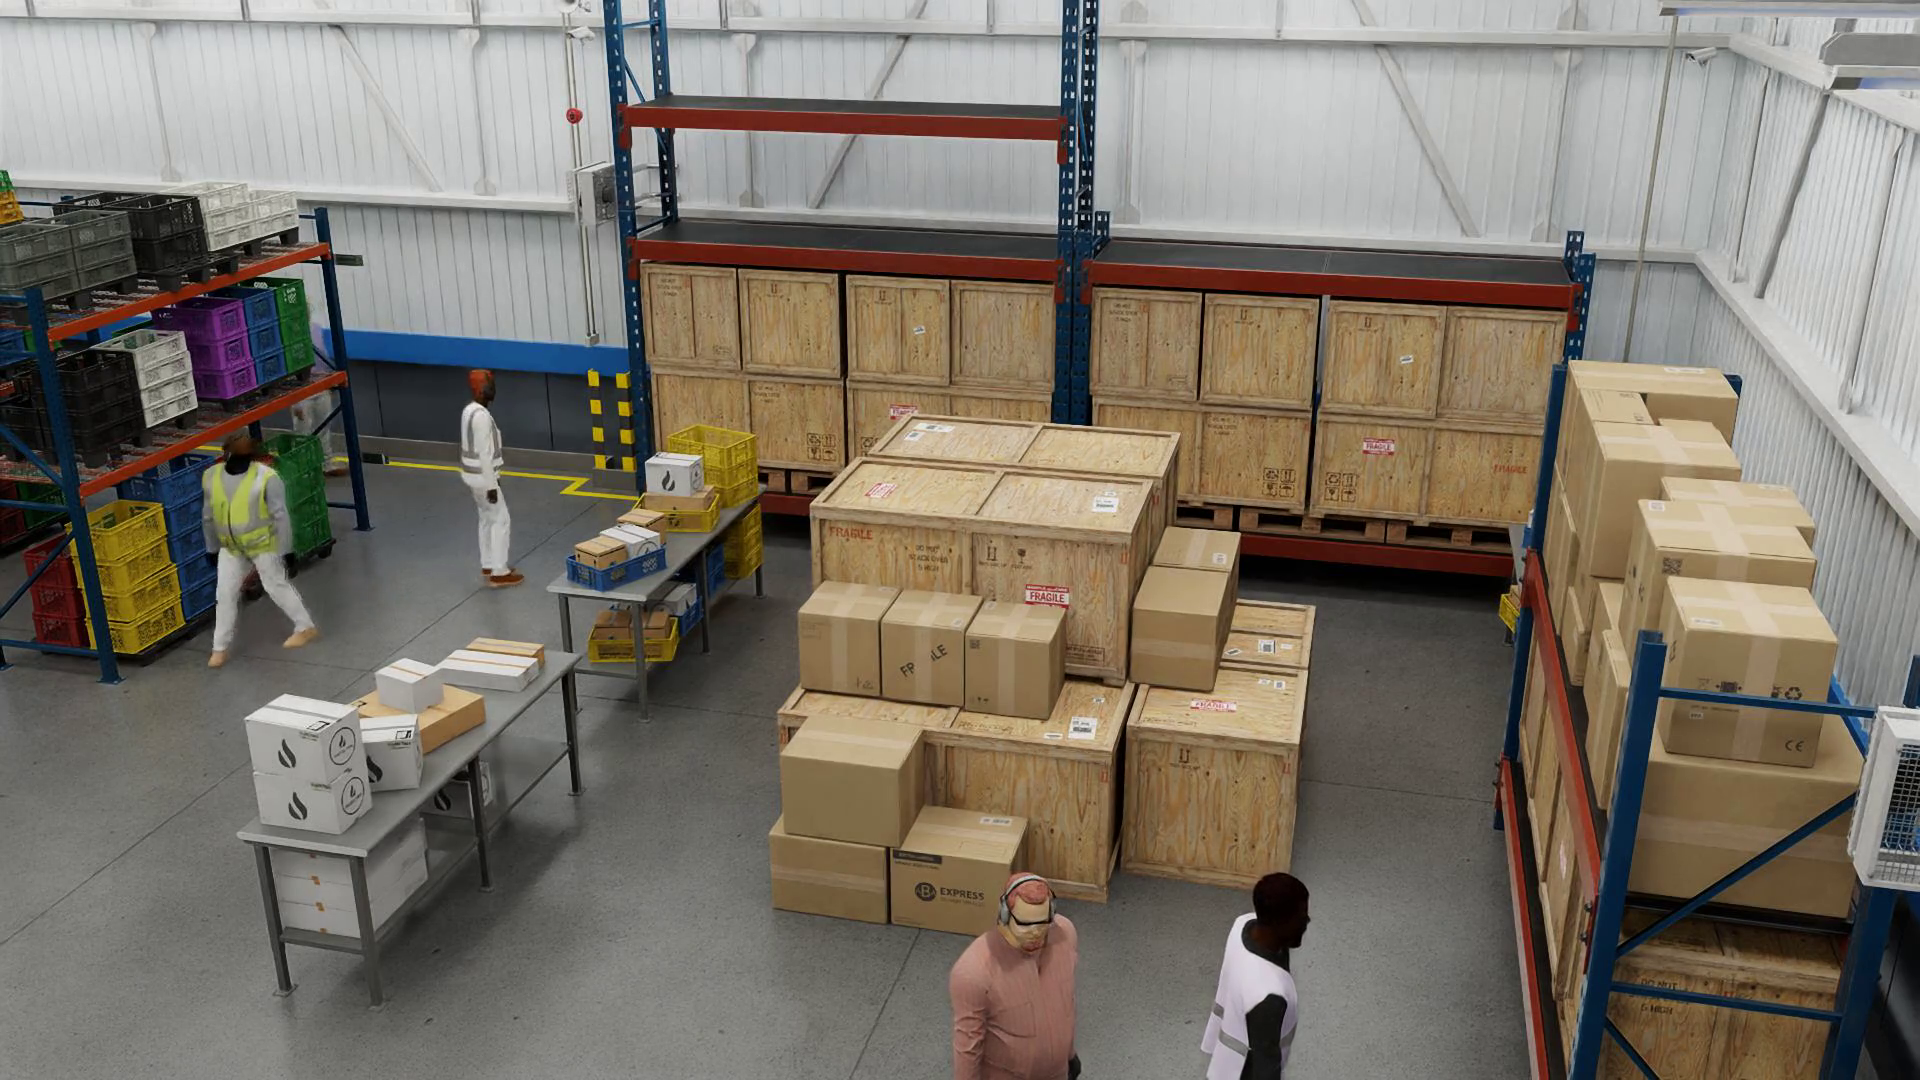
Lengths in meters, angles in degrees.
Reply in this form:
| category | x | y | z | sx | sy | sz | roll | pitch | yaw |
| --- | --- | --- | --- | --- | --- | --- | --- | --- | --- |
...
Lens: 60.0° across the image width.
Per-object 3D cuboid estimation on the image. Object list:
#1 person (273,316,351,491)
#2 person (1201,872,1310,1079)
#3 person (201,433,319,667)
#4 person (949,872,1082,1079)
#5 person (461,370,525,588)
| category | x | y | z | sx | sy | sz | roll | pitch | yaw |
| --- | --- | --- | --- | --- | --- | --- | --- | --- | --- |
| person | -6.480 | -1.448 | 16.550 | 0.369 | 1.895 | 0.718 | 8 | 22 | 21 |
| person | 1.206 | 2.218 | 6.935 | 0.387 | 1.910 | 0.584 | 0 | 21 | -1 |
| person | -5.471 | 0.052 | 12.760 | 0.683 | 1.803 | 0.670 | 3 | 21 | 7 |
| person | 0.266 | 2.220 | 6.928 | 0.652 | 1.904 | 0.402 | -17 | 26 | -37 |
| person | -4.028 | -0.521 | 14.167 | 0.402 | 1.873 | 0.597 | -10 | 23 | -24 |
